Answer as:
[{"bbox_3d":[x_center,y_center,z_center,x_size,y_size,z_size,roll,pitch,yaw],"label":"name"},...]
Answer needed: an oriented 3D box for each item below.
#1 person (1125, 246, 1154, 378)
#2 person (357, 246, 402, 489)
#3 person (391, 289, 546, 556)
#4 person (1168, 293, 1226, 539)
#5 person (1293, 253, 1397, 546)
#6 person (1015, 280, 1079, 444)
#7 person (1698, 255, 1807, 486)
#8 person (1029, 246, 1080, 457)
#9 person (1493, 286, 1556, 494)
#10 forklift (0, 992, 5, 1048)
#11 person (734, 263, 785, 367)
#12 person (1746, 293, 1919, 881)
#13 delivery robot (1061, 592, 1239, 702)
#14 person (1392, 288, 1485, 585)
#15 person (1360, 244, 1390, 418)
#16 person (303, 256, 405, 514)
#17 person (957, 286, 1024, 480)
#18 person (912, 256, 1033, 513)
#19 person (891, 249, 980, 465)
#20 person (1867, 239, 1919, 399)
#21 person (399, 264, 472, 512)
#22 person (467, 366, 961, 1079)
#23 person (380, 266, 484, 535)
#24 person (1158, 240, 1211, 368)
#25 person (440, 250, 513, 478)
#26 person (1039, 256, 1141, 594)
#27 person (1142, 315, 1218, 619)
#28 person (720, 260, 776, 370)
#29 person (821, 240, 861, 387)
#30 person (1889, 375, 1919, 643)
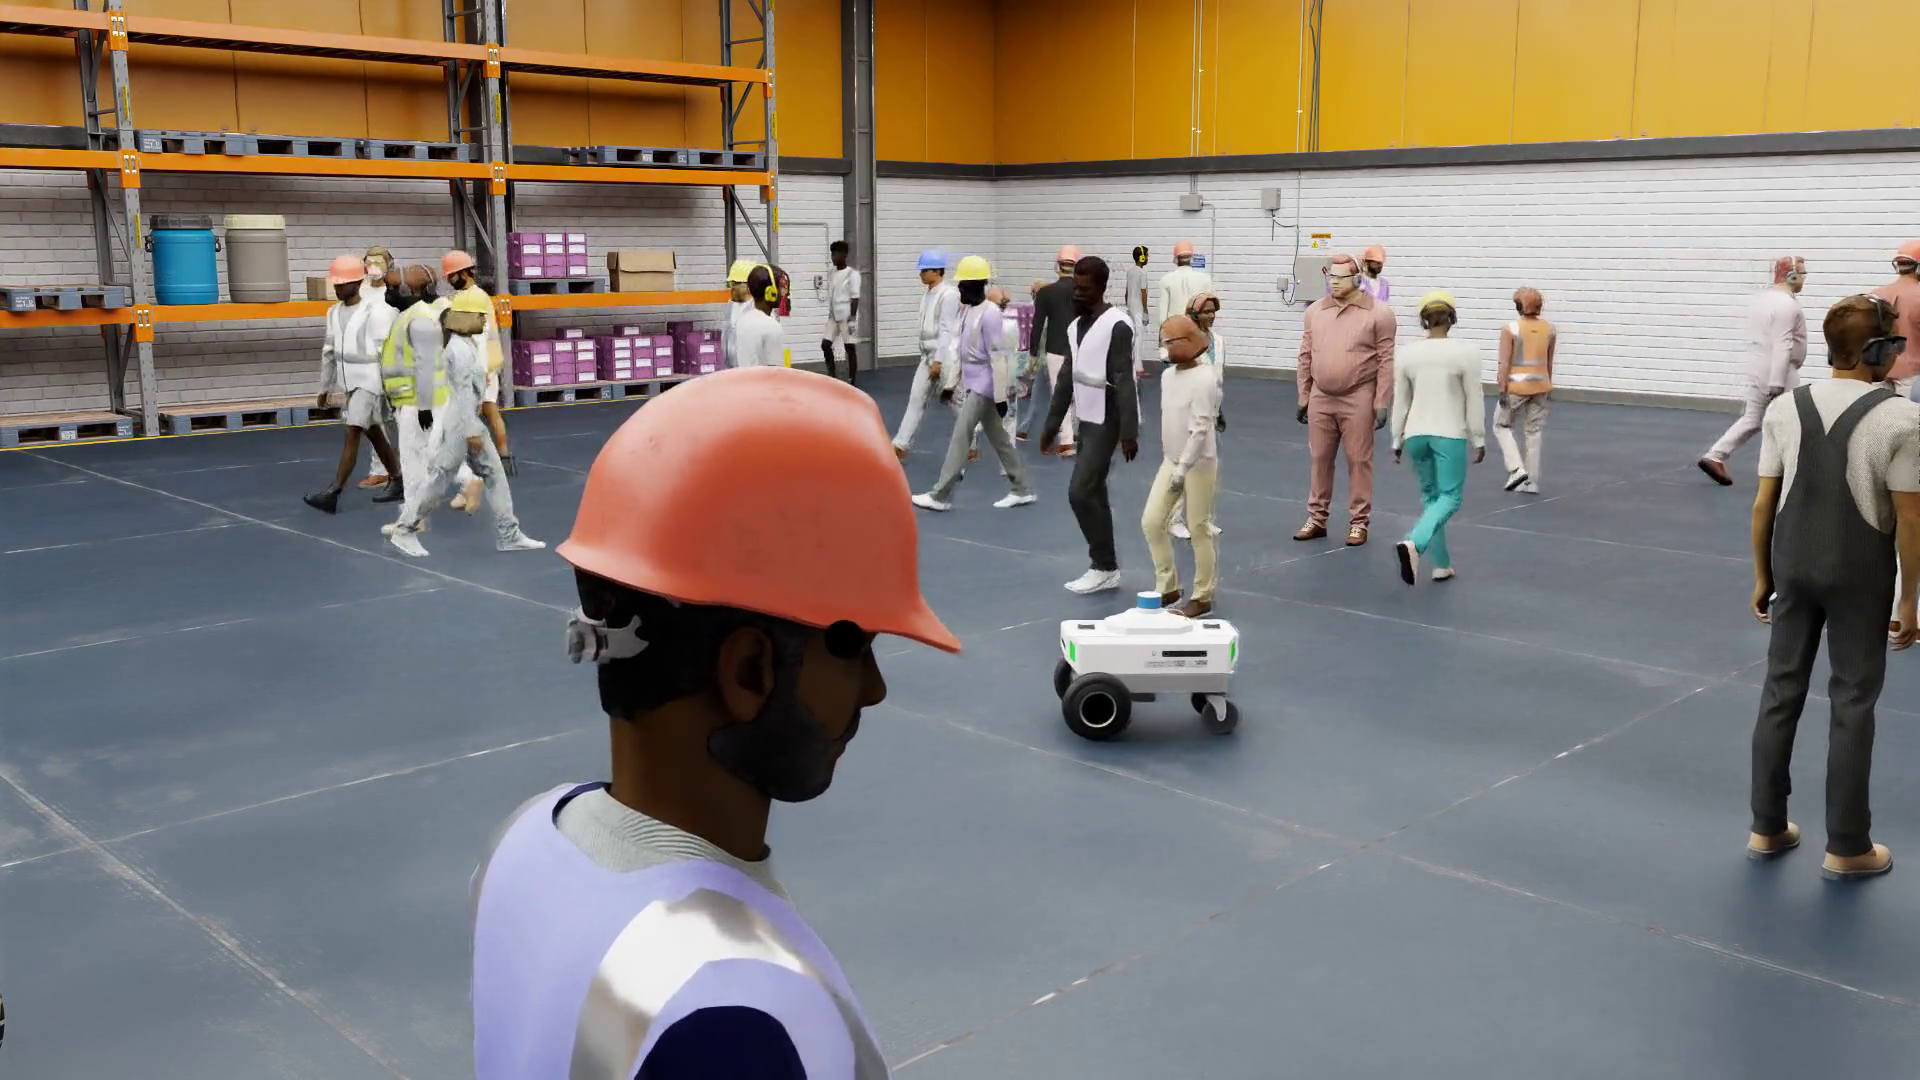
[{"bbox_3d":[2.540,-3.246,23.708,0.335,1.873,0.520,-5,11,-23],"label":"person"},{"bbox_3d":[-4.572,-1.357,13.223,0.630,1.940,0.371,4,11,20],"label":"person"},{"bbox_3d":[-3.182,-0.738,10.533,0.931,1.689,0.506,-2,11,-12],"label":"person"},{"bbox_3d":[1.596,-0.837,11.200,0.514,1.642,0.314,-8,13,-39],"label":"person"},{"bbox_3d":[2.497,-0.913,10.897,0.650,1.904,0.401,7,13,35],"label":"person"},{"bbox_3d":[0.828,-1.709,16.096,0.847,1.585,0.502,3,11,18],"label":"person"},{"bbox_3d":[6.427,-1.330,13.282,0.870,1.871,0.654,1,10,5],"label":"person"},{"bbox_3d":[0.980,-1.754,15.460,0.650,1.935,1.061,-2,11,-10],"label":"person"},{"bbox_3d":[4.415,-1.162,13.031,0.522,1.628,0.364,-2,11,-13],"label":"person"},{"bbox_3d":[-3.245,0.323,3.363,2.313,2.155,1.214,2,11,13],"label":"forklift"},{"bbox_3d":[-1.265,-0.787,10.354,0.639,1.852,0.523,-7,12,-33],"label":"person"},{"bbox_3d":[2.766,0.150,5.268,0.332,1.842,0.508,-8,13,-37],"label":"person"},{"bbox_3d":[0.778,0.457,6.851,0.707,0.478,0.477,0,10,-1],"label":"delivery robot"},{"bbox_3d":[2.700,-0.576,9.556,0.563,1.717,0.719,9,14,41],"label":"person"},{"bbox_3d":[4.516,-2.302,18.420,0.574,1.920,0.435,-5,12,-27],"label":"person"},{"bbox_3d":[-4.490,-1.149,12.276,0.582,1.869,1.040,6,12,29],"label":"person"},{"bbox_3d":[0.236,-1.298,13.809,0.523,1.612,0.781,8,13,37],"label":"person"},{"bbox_3d":[0.103,-1.136,12.201,1.006,1.872,0.594,-2,11,-11],"label":"person"},{"bbox_3d":[-0.257,-1.584,14.572,0.993,1.892,0.604,-6,12,-31],"label":"person"},{"bbox_3d":[7.175,-1.284,12.676,0.402,1.990,0.622,-6,12,-30],"label":"person"},{"bbox_3d":[-3.827,-1.094,12.115,0.640,1.816,0.538,8,13,36],"label":"person"},{"bbox_3d":[-0.176,0.829,1.336,0.378,1.928,0.542,-6,12,-30],"label":"person"},{"bbox_3d":[-3.639,-0.957,11.380,0.679,1.820,0.628,-6,12,-29],"label":"person"},{"bbox_3d":[2.582,-2.447,19.089,0.629,1.973,0.761,1,10,4],"label":"person"},{"bbox_3d":[-4.033,-1.443,13.812,0.621,1.889,0.574,-1,10,-6],"label":"person"},{"bbox_3d":[0.738,-0.630,9.327,0.511,1.902,0.609,-3,11,-16],"label":"person"},{"bbox_3d":[1.148,-0.364,8.698,0.507,1.607,0.493,-6,12,-29],"label":"person"},{"bbox_3d":[-1.786,-1.413,13.852,0.624,1.816,0.422,10,14,43],"label":"person"},{"bbox_3d":[-1.583,-2.837,21.248,0.634,1.947,0.658,10,14,44],"label":"person"},{"bbox_3d":[4.910,-0.293,8.301,0.308,1.624,0.495,-2,11,-10],"label":"person"}]
